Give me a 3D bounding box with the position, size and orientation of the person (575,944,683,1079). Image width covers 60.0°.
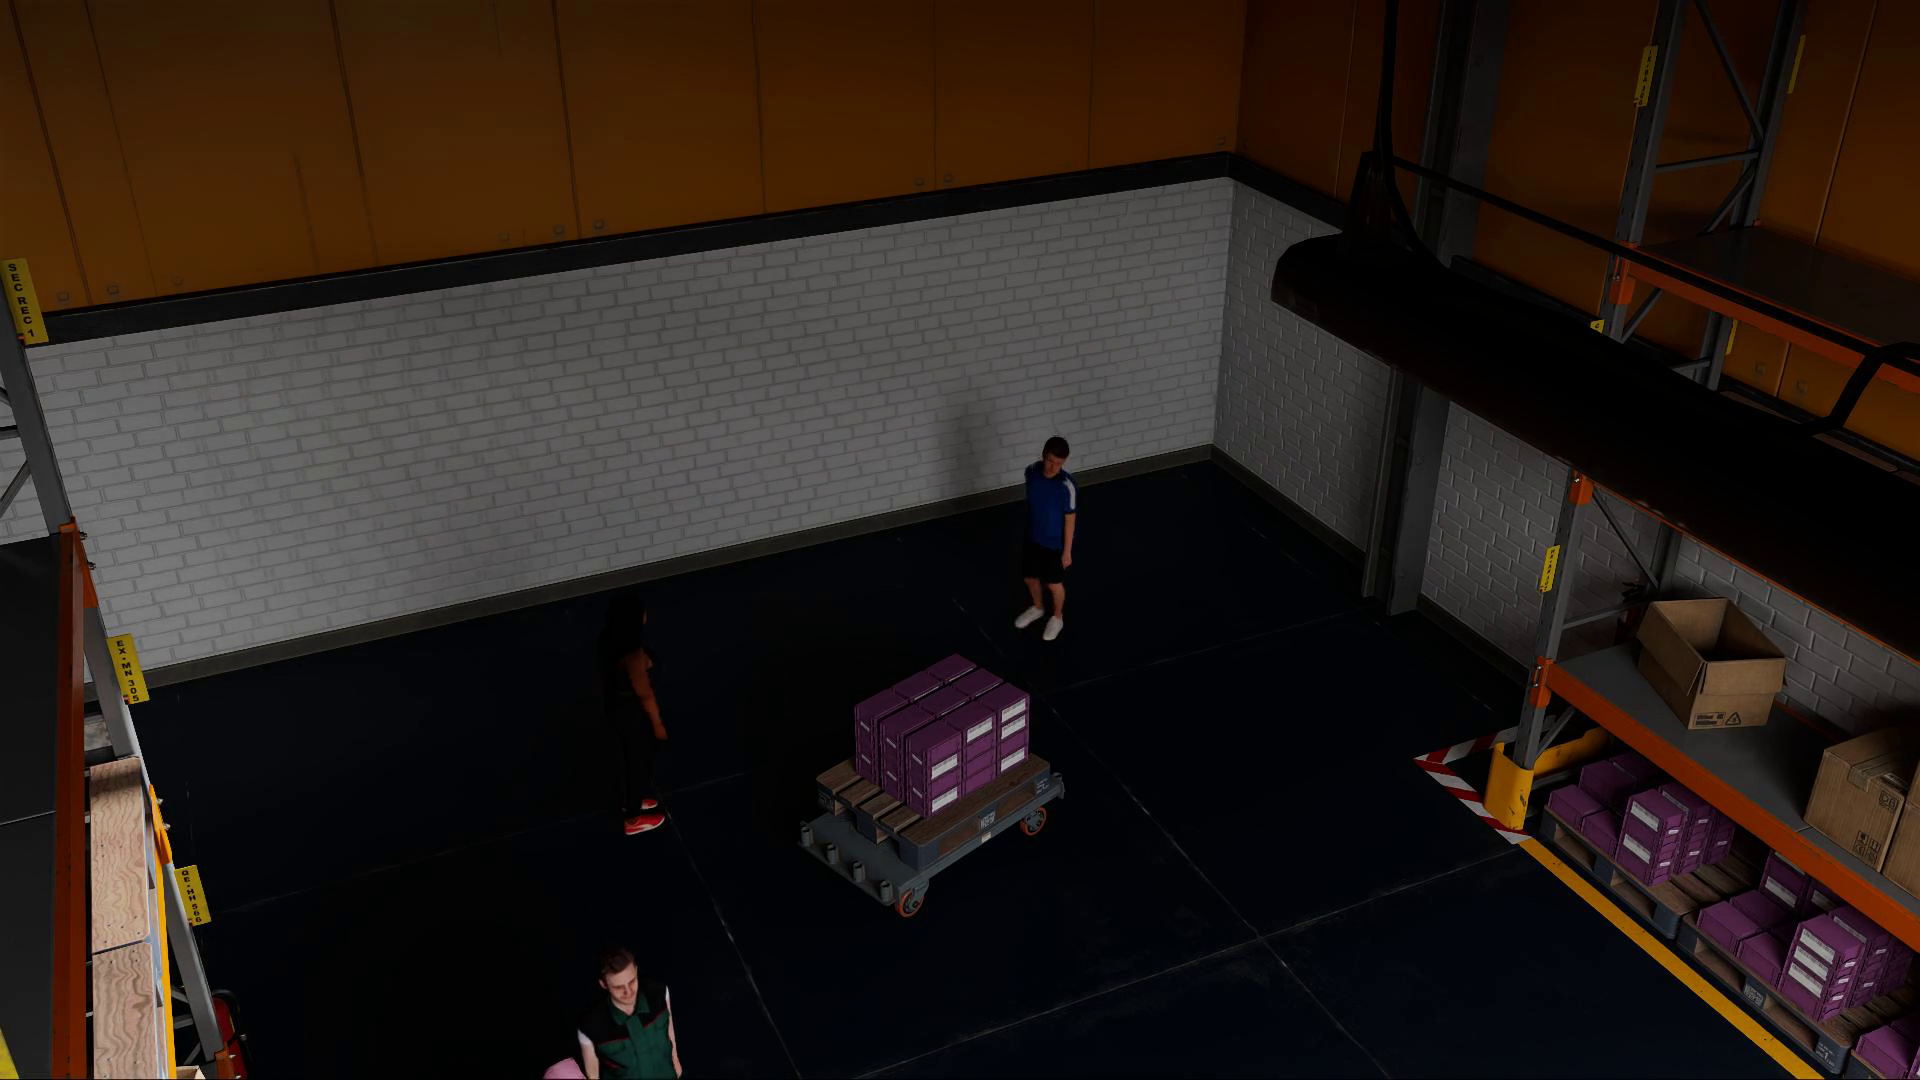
[{"bbox_3d":[-1.567,2.664,8.128,0.720,1.841,0.673,-21,35,-33],"label":"person"}]

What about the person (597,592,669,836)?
[{"bbox_3d":[-2.234,1.174,10.899,0.795,1.803,0.660,-18,33,-30],"label":"person"}]

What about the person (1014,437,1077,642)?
[{"bbox_3d":[0.715,-0.034,13.096,0.902,1.819,0.794,-22,36,-35],"label":"person"}]
